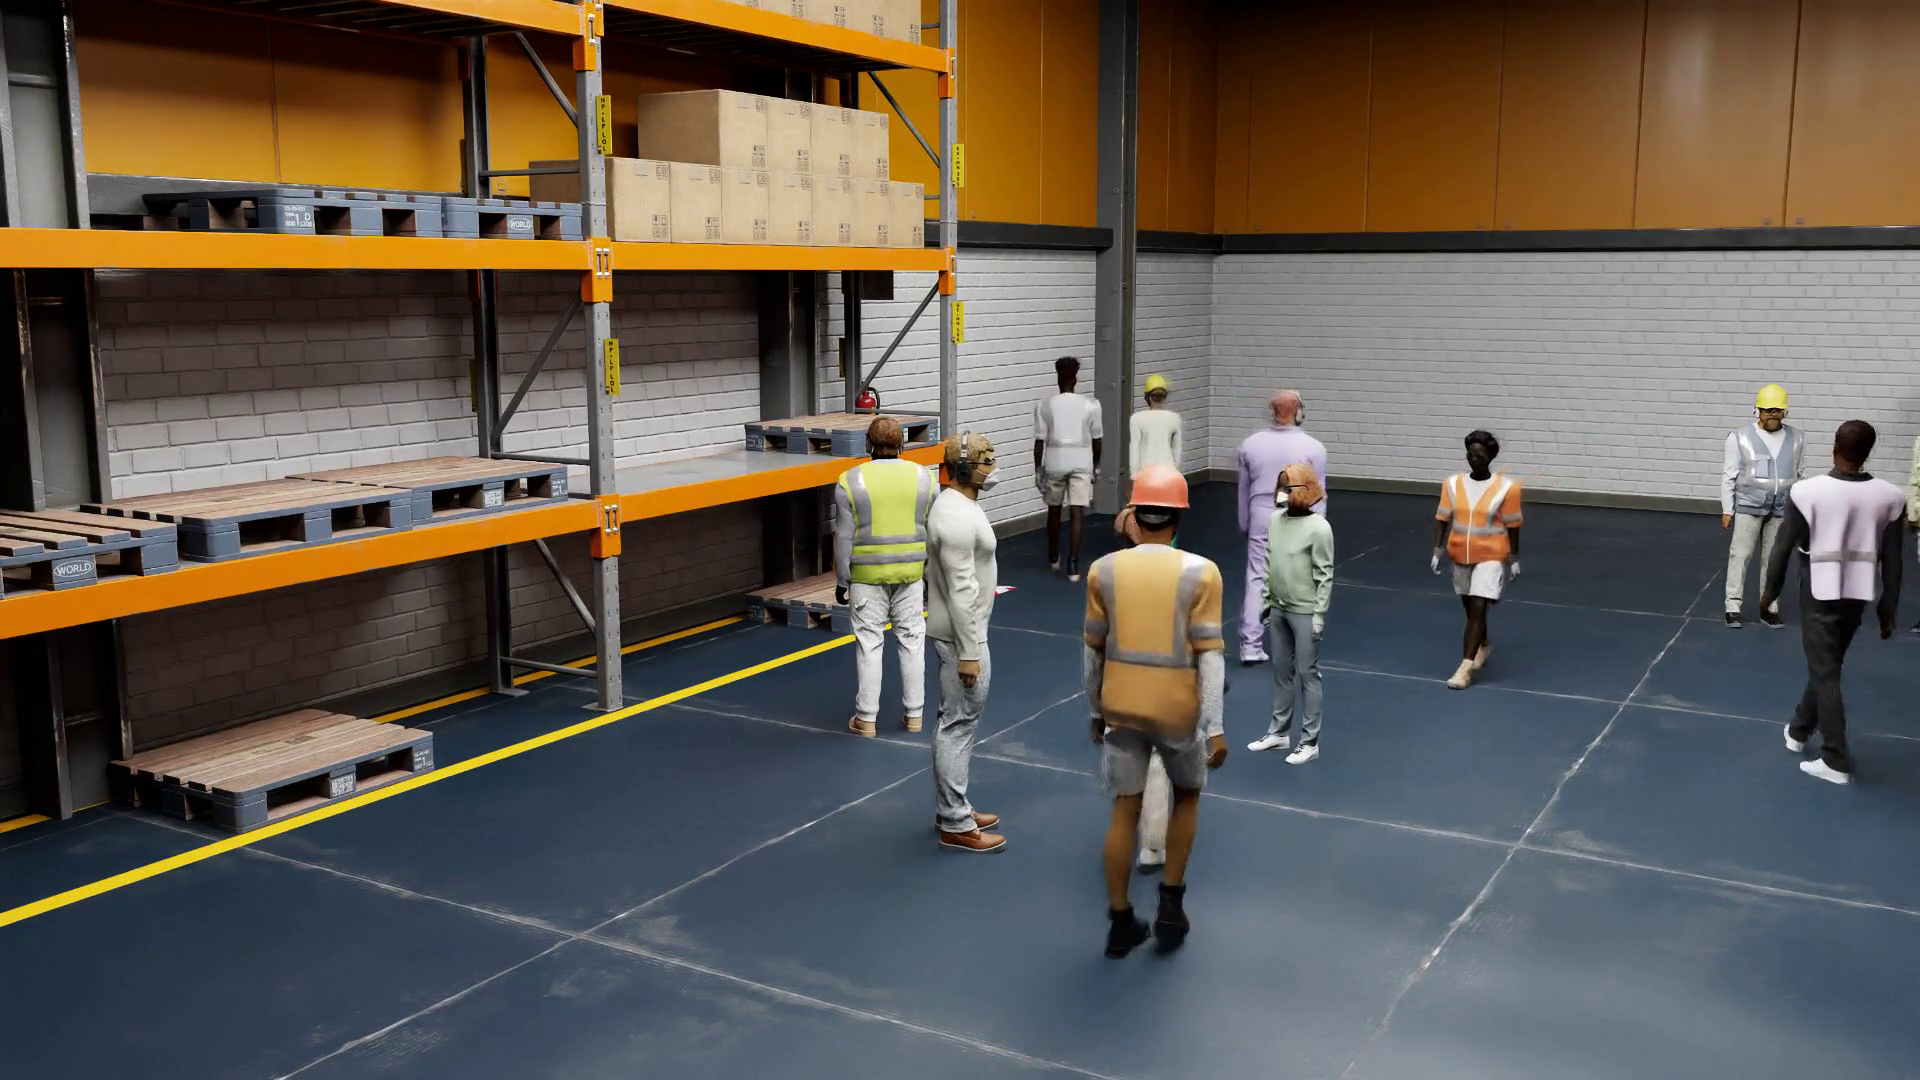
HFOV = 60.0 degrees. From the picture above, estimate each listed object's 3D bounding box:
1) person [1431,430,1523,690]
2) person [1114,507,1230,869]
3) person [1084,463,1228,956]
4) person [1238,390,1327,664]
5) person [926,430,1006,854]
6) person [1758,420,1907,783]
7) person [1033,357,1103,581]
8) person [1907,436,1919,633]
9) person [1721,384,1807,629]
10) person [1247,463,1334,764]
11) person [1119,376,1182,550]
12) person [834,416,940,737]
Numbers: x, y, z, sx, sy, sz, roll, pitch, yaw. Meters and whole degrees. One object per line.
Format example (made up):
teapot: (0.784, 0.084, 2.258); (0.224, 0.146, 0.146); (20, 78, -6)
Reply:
person: (3.367, 0.098, 10.828); (0.544, 1.649, 0.905); (8, 12, 40)
person: (0.912, 0.641, 7.607); (0.596, 1.585, 0.857); (3, 10, 18)
person: (0.765, 0.664, 6.492); (0.624, 1.907, 0.538); (4, 10, 25)
person: (2.218, -0.097, 11.407); (0.664, 1.852, 0.986); (6, 11, 32)
person: (0.024, 0.460, 7.666); (0.364, 1.939, 0.636); (0, 9, -2)
person: (4.617, 0.296, 8.895); (0.589, 1.872, 0.868); (0, 9, -2)
person: (0.950, -0.645, 14.641); (0.612, 1.908, 0.994); (1, 9, 4)
person: (7.269, -0.206, 12.205); (0.507, 1.815, 0.608); (-7, 12, -38)
person: (5.991, -0.243, 12.395); (0.601, 1.827, 0.404); (1, 9, 5)
person: (1.811, 0.392, 9.037); (0.281, 1.634, 0.498); (-5, 10, -28)
person: (1.747, -0.630, 15.126); (0.552, 1.715, 0.901); (-2, 9, -15)
person: (-0.424, 0.209, 9.539); (0.632, 1.843, 0.429); (-3, 10, -18)
